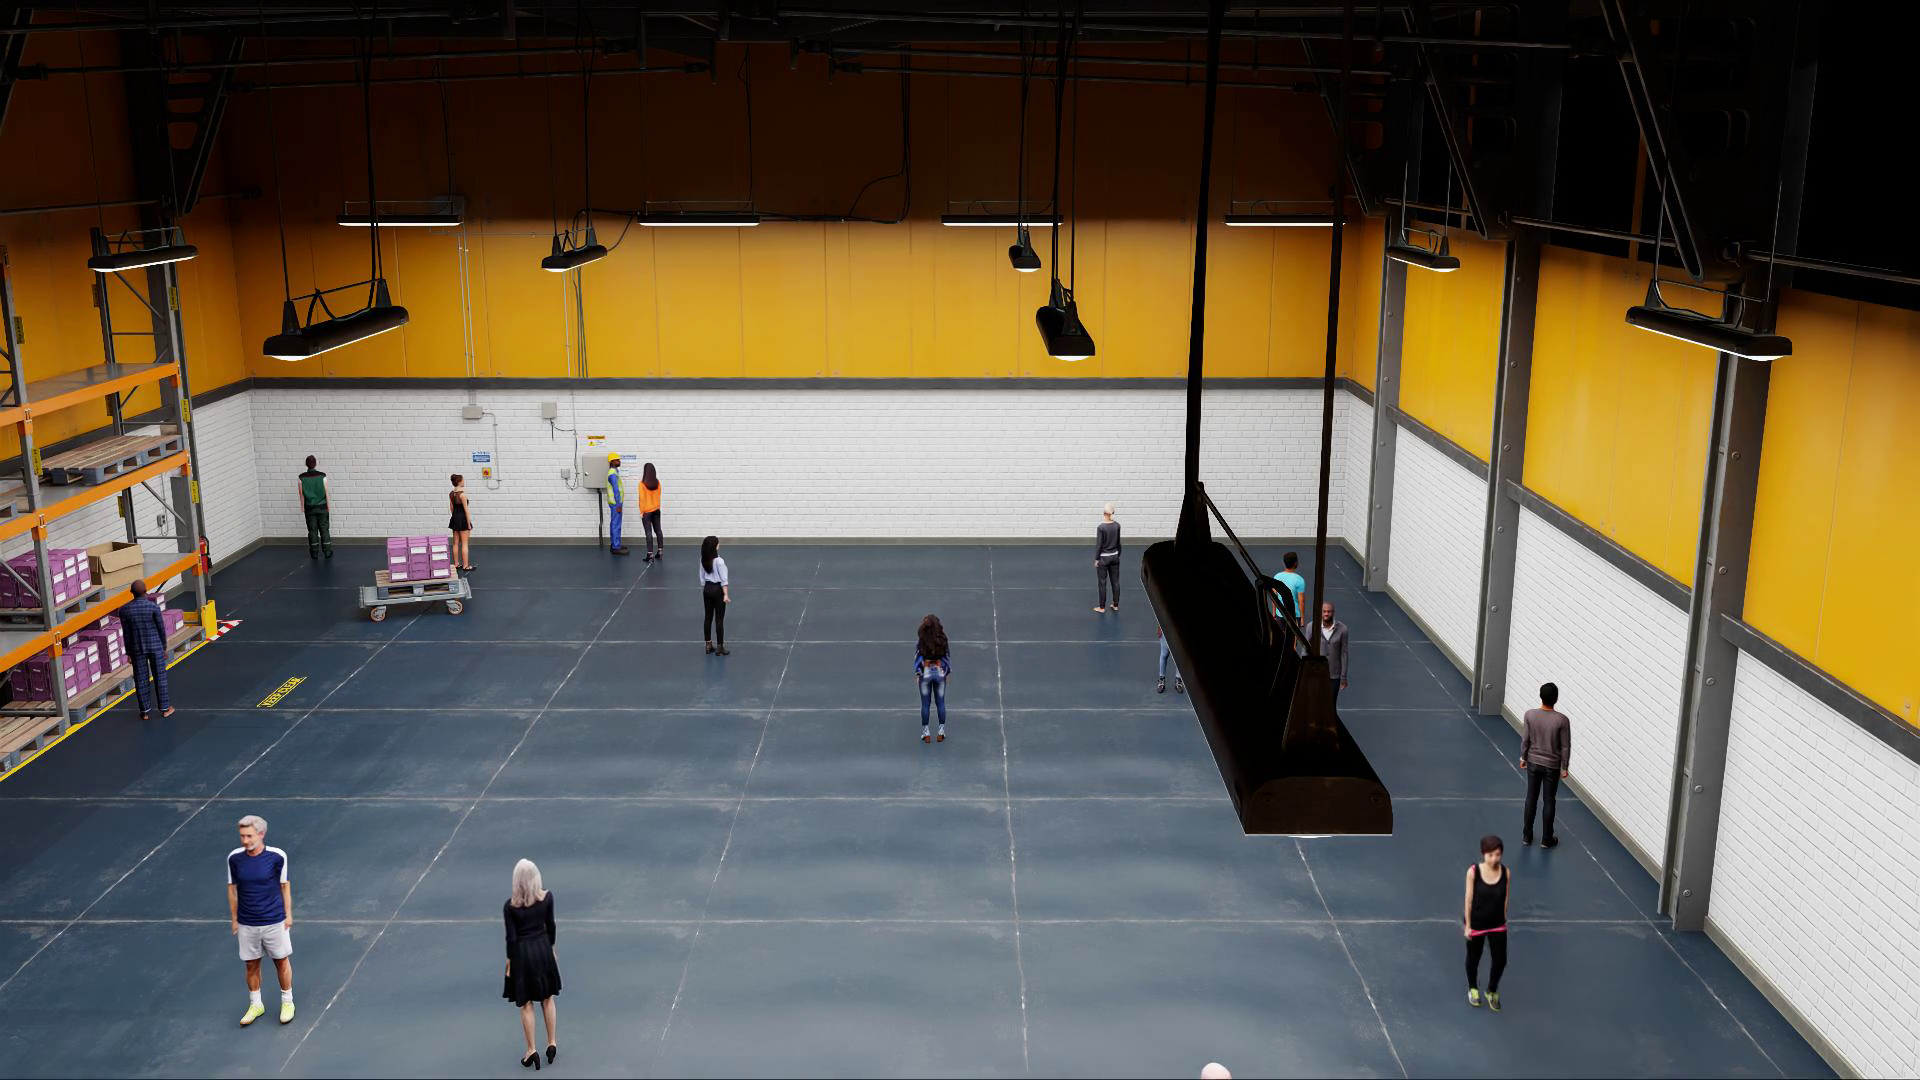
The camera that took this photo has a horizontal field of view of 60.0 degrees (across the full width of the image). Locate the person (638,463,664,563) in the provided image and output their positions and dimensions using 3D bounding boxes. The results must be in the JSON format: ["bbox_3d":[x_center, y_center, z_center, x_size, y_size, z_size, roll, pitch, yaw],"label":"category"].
[{"bbox_3d":[-5.402,-0.499,29.060,0.766,1.748,0.691,11,17,38],"label":"person"}]

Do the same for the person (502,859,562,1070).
[{"bbox_3d":[-3.400,3.346,13.187,0.705,1.746,0.744,-10,17,-36],"label":"person"}]

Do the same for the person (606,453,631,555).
[{"bbox_3d":[-6.131,-0.669,29.625,0.778,1.812,0.601,-3,14,-13],"label":"person"}]

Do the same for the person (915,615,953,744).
[{"bbox_3d":[-0.337,1.679,20.347,0.626,1.616,0.577,-2,14,-7],"label":"person"}]

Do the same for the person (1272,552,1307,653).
[{"bbox_3d":[4.473,1.030,22.692,0.687,1.773,0.709,10,17,36],"label":"person"}]

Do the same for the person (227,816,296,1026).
[{"bbox_3d":[-5.812,3.138,13.849,0.663,1.838,0.585,-2,14,-8],"label":"person"}]

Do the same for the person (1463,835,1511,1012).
[{"bbox_3d":[4.451,3.215,14.171,0.551,1.537,0.576,1,14,4],"label":"person"}]

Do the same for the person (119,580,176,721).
[{"bbox_3d":[-10.345,1.379,21.154,0.742,1.820,0.731,-5,15,-20],"label":"person"}]

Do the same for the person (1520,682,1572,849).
[{"bbox_3d":[6.075,2.333,17.322,0.721,1.768,0.716,6,15,22],"label":"person"}]

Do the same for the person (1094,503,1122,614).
[{"bbox_3d":[2.315,0.263,25.959,0.675,1.727,0.667,-6,15,-25],"label":"person"}]

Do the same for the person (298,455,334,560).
[{"bbox_3d":[-11.331,-0.594,29.252,0.711,1.843,0.697,-5,14,-18],"label":"person"}]

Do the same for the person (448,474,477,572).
[{"bbox_3d":[-8.550,-0.313,28.447,0.681,1.675,0.718,9,16,33],"label":"person"}]

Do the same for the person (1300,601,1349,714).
[{"bbox_3d":[4.420,1.620,20.163,0.765,1.817,0.651,2,14,10],"label":"person"}]

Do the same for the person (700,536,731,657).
[{"bbox_3d":[-3.519,0.782,23.778,0.732,1.744,0.751,9,16,34],"label":"person"}]
